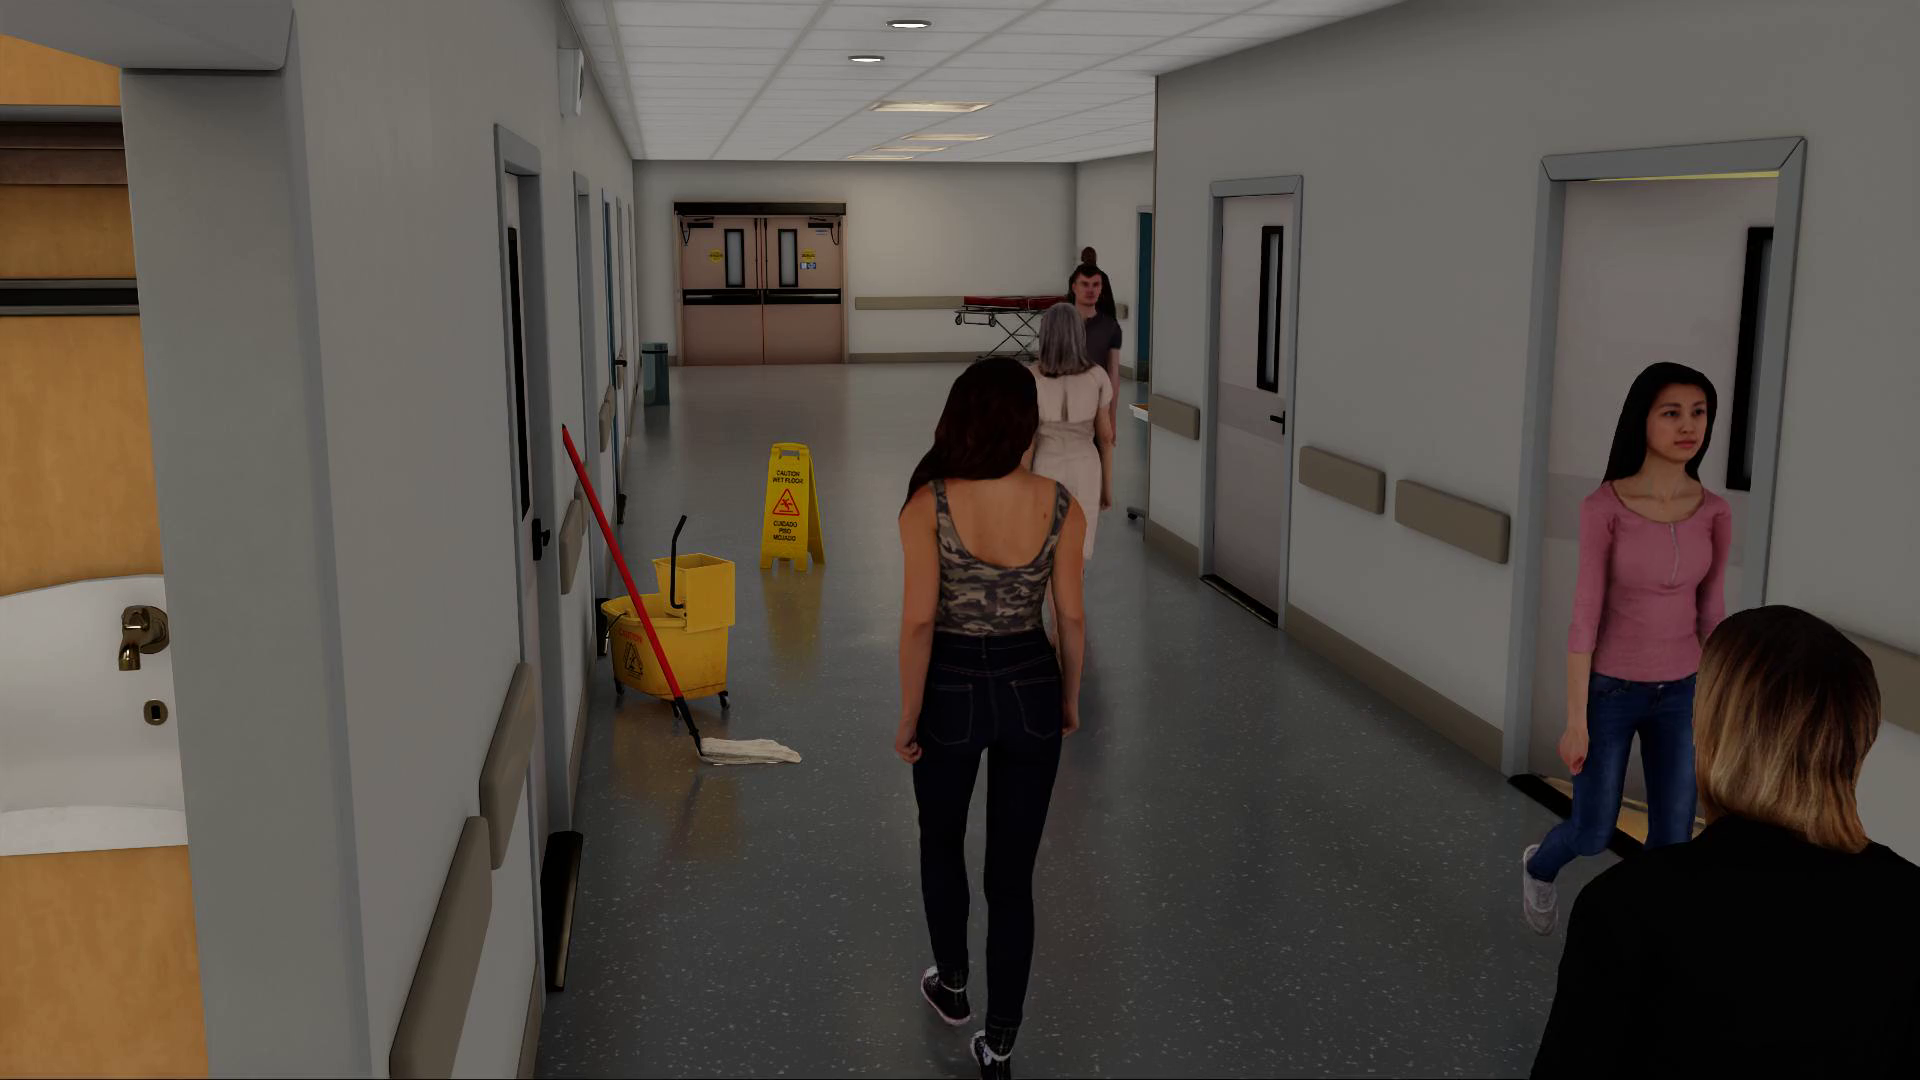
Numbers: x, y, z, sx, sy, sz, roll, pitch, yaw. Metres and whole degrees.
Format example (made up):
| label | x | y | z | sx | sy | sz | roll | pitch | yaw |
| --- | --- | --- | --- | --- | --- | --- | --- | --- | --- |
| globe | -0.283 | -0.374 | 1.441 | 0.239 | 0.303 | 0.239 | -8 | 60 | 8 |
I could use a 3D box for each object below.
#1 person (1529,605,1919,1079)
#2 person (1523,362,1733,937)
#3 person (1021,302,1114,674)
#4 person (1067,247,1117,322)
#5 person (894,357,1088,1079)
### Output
| label | x | y | z | sx | sy | sz | roll | pitch | yaw |
| --- | --- | --- | --- | --- | --- | --- | --- | --- | --- |
| person | 0.876 | 0.922 | 1.798 | 0.648 | 1.647 | 0.872 | -1 | 11 | -7 |
| person | 1.717 | 0.403 | 4.321 | 0.659 | 1.726 | 1.047 | 0 | 11 | -2 |
| person | 0.478 | -0.147 | 7.335 | 0.755 | 1.683 | 1.210 | 0 | 11 | 0 |
| person | 1.484 | -2.464 | 19.254 | 0.841 | 1.791 | 1.250 | -4 | 11 | -20 |
| person | 0.090 | 0.463 | 3.943 | 0.640 | 1.749 | 0.806 | -1 | 11 | -7 |
